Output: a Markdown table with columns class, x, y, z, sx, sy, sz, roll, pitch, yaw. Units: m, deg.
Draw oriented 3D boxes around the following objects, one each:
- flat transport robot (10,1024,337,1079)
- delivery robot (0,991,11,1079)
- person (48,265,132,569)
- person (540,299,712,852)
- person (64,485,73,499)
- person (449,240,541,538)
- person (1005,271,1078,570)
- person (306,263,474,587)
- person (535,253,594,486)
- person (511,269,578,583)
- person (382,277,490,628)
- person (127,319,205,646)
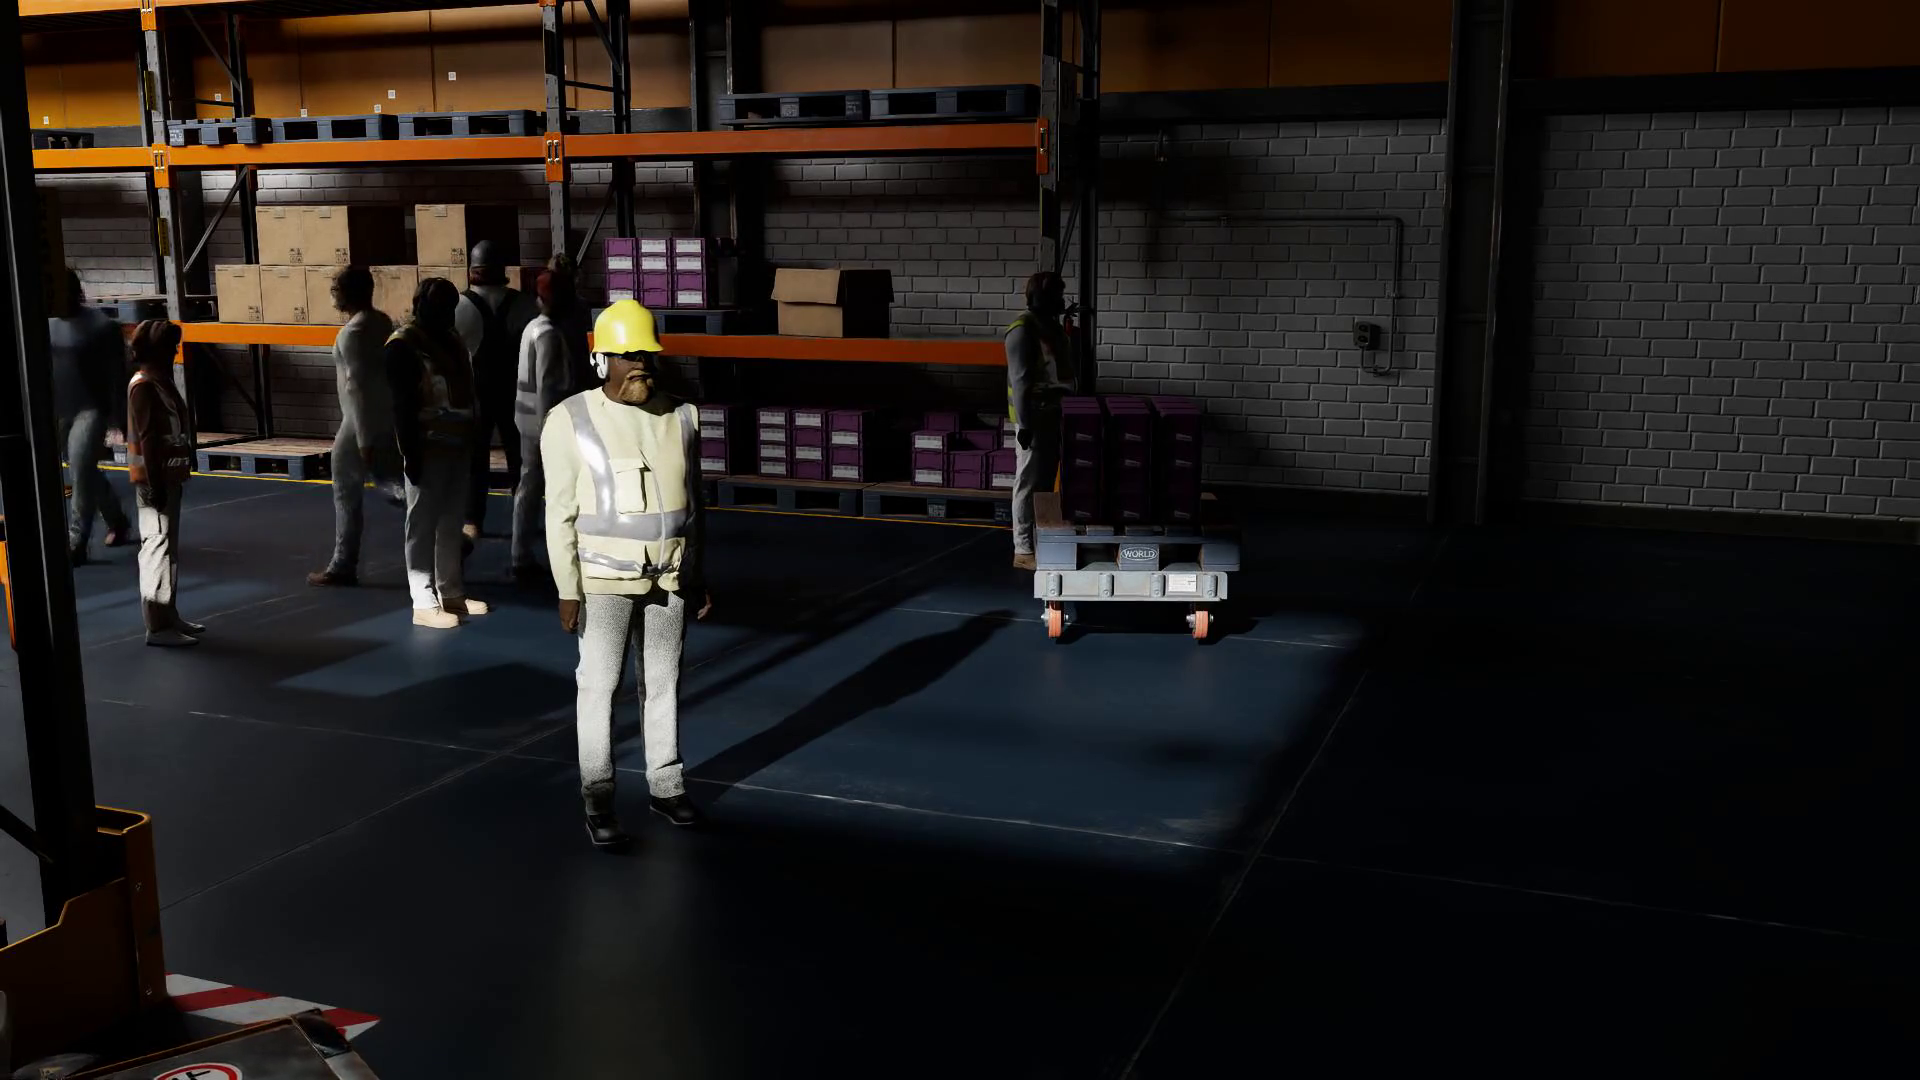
| class | x | y | z | sx | sy | sz | roll | pitch | yaw |
| --- | --- | --- | --- | --- | --- | --- | --- | --- | --- |
| flat transport robot | -1.417 | 1.310 | 3.291 | 0.652 | 0.197 | 1.431 | -8 | 13 | -37 |
| delivery robot | -2.305 | 1.115 | 3.327 | 0.707 | 0.478 | 0.477 | -5 | 12 | -28 |
| person | -5.619 | -0.815 | 10.645 | 0.639 | 1.893 | 1.054 | 0 | 10 | 2 |
| person | -1.097 | 0.113 | 5.611 | 0.590 | 1.833 | 0.404 | -9 | 13 | -40 |
| person | -7.258 | -1.263 | 13.126 | 0.356 | 1.887 | 0.573 | -5 | 11 | -24 |
| person | -3.210 | -1.037 | 11.439 | 0.689 | 2.000 | 0.538 | -4 | 11 | -23 |
| person | 0.517 | -0.742 | 10.350 | 0.429 | 1.840 | 0.636 | 5 | 11 | 24 |
| person | -3.370 | -0.650 | 9.678 | 0.916 | 1.914 | 0.640 | 1 | 10 | 5 |
| person | -2.935 | -1.162 | 12.416 | 0.364 | 1.939 | 0.636 | 4 | 11 | 20 |
| person | -2.337 | -0.673 | 9.928 | 0.844 | 1.850 | 0.568 | -5 | 11 | -27 |
| person | -2.760 | -0.467 | 8.840 | 0.429 | 1.837 | 0.621 | 2 | 10 | 13 |
| person | -4.023 | -0.287 | 8.387 | 0.310 | 1.636 | 0.523 | -3 | 11 | -17 |
